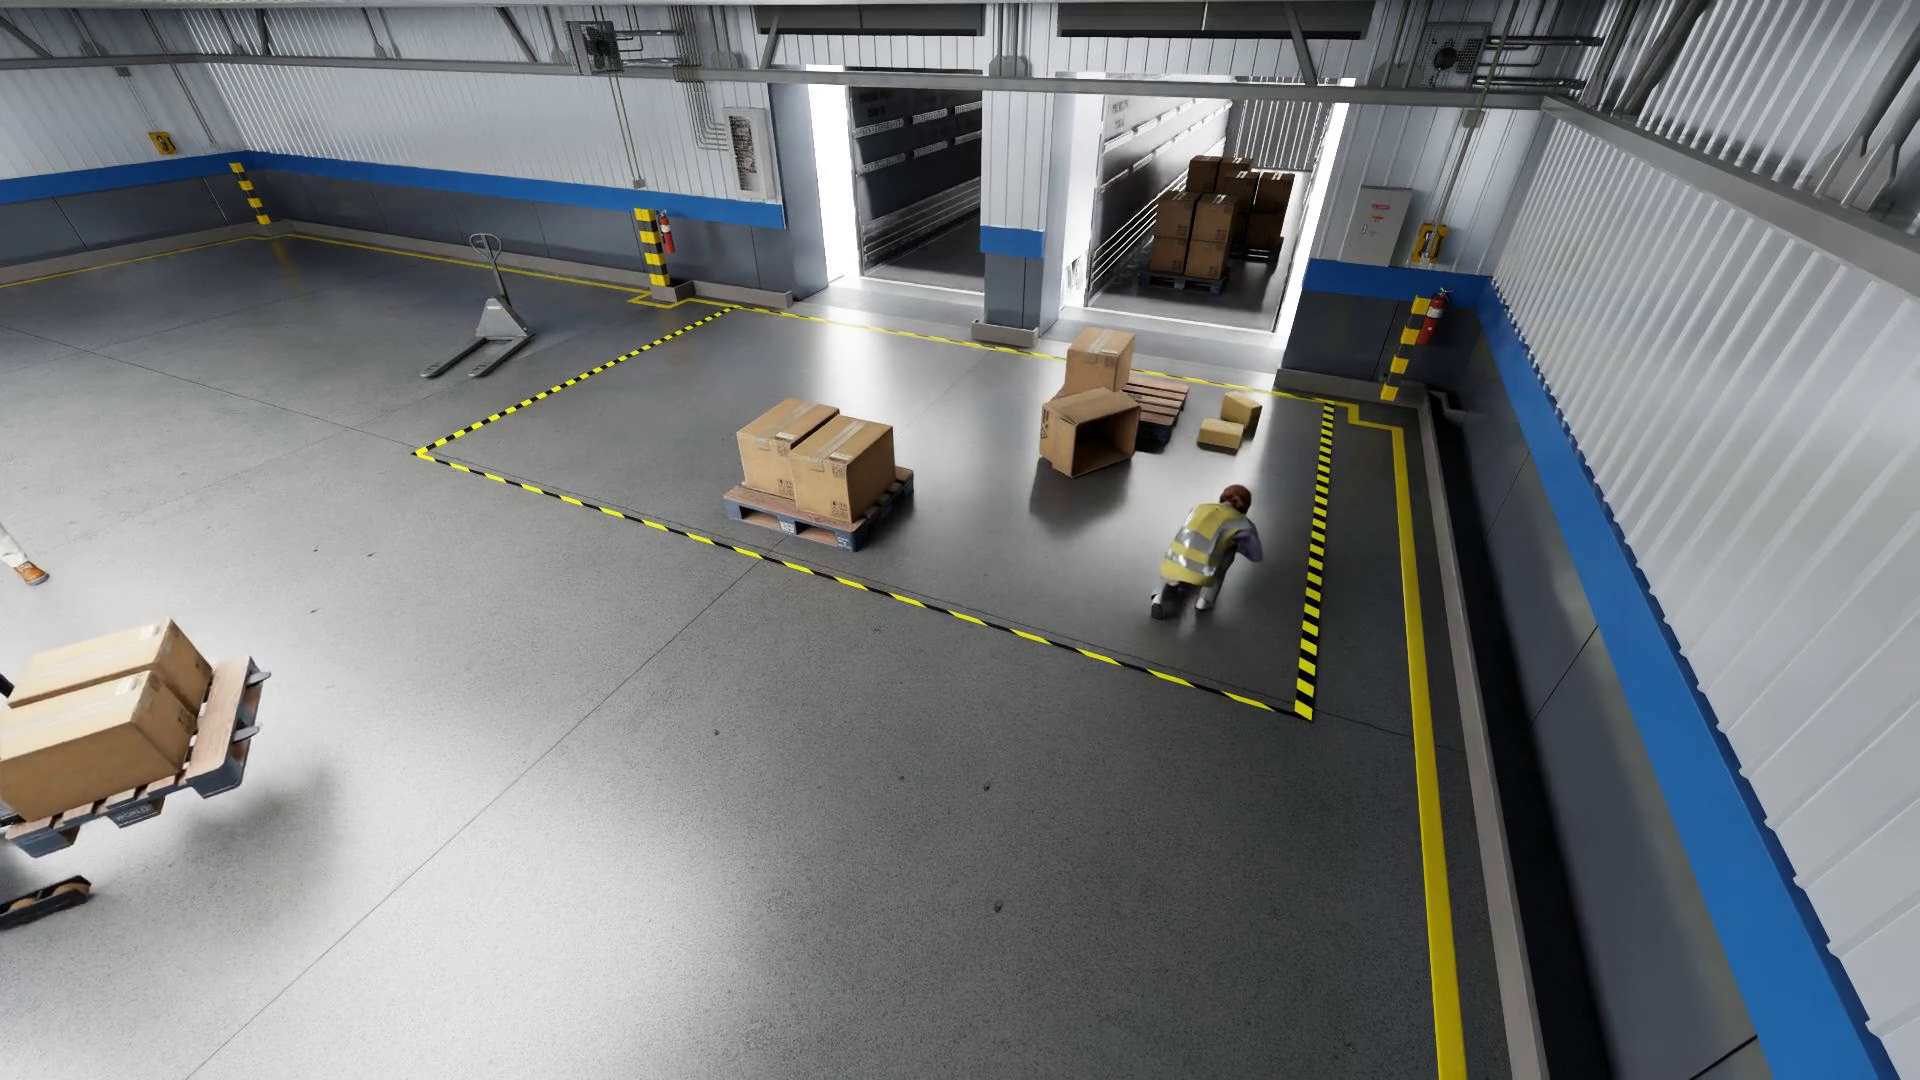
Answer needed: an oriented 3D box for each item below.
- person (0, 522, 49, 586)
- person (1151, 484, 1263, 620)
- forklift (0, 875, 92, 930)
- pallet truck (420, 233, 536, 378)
[{"bbox_3d":[-6.753,-0.459,4.653,0.400,1.948,0.603,24,42,30],"label":"person"},{"bbox_3d":[1.646,0.125,4.887,0.902,0.792,0.523,-30,45,-35],"label":"person"},{"bbox_3d":[-4.892,0.902,2.664,0.776,2.013,0.716,-20,40,-25],"label":"forklift"},{"bbox_3d":[-5.664,-2.712,8.427,0.680,1.201,1.601,0,35,-1],"label":"pallet truck"}]
